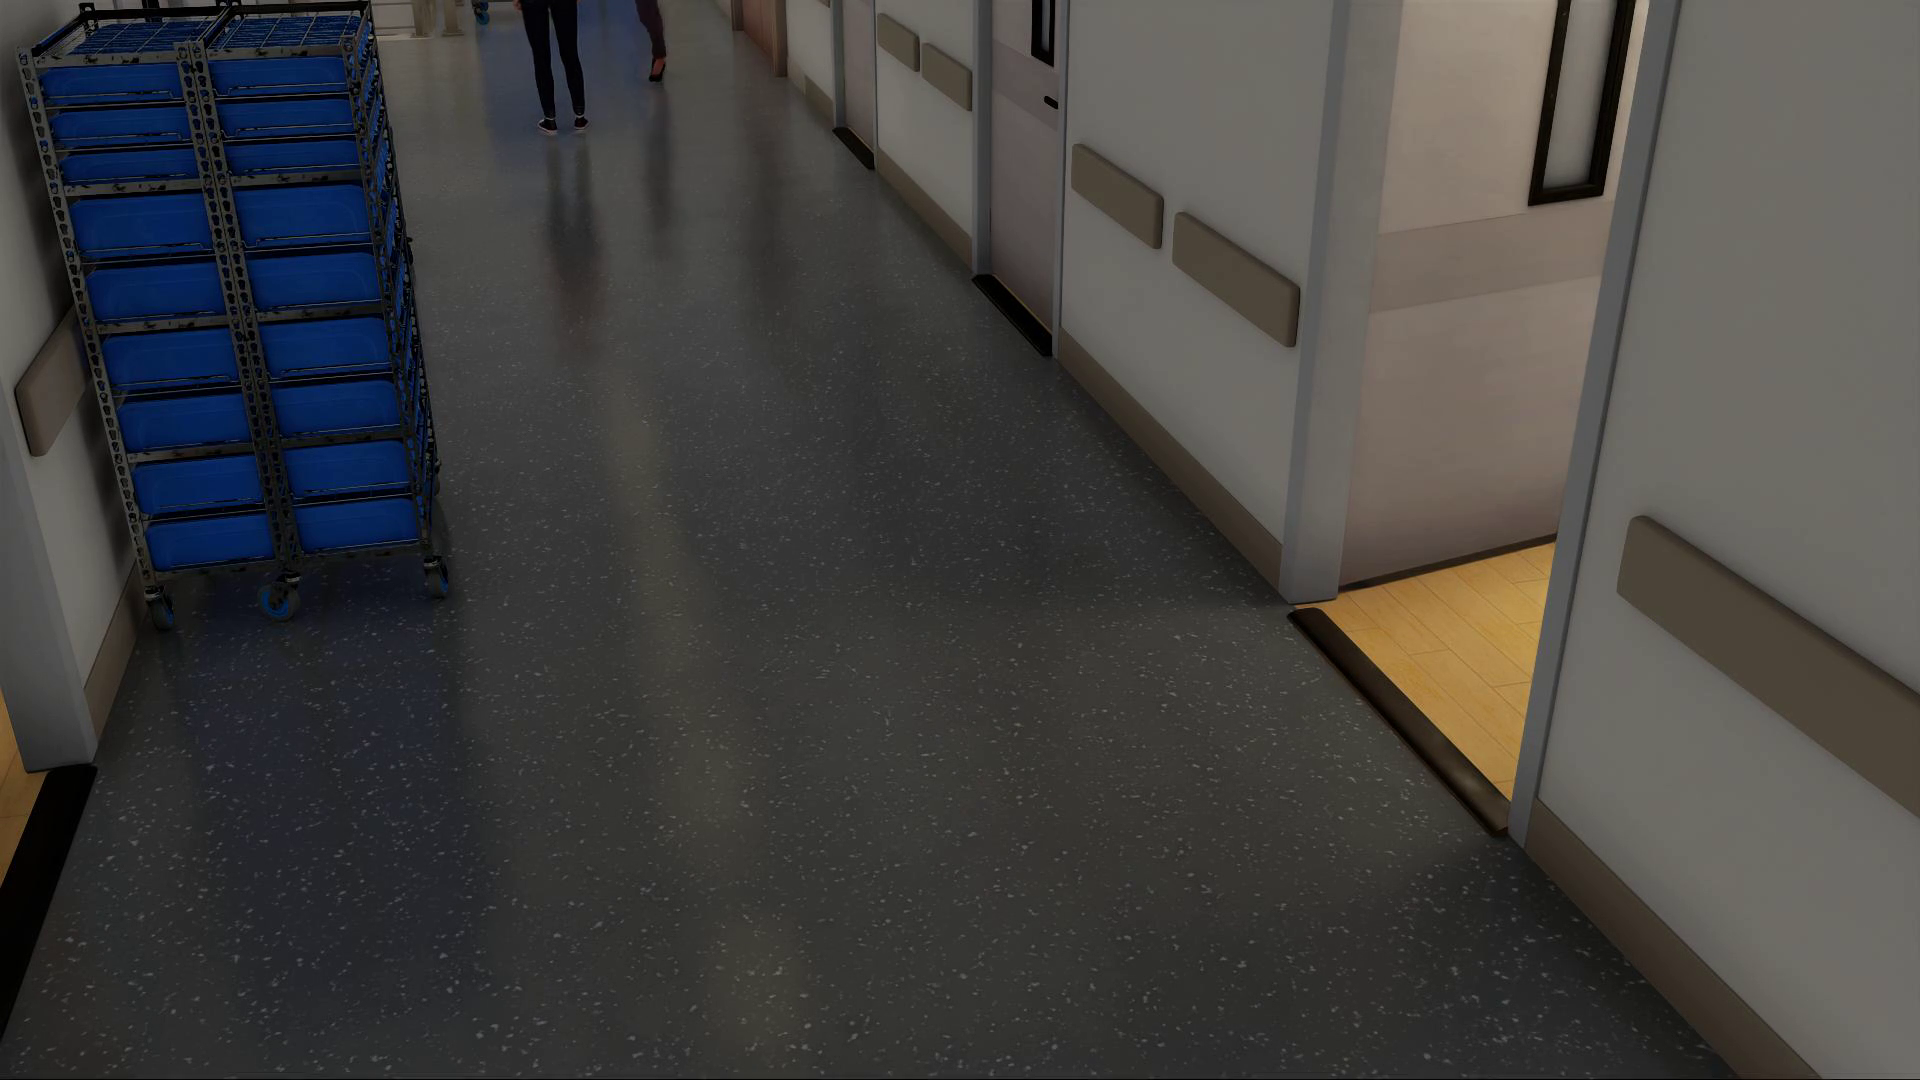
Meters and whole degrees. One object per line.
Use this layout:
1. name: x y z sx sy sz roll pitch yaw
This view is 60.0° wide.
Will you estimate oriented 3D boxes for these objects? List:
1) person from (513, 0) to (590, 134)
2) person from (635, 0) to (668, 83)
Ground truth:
1. person: -2.792 -3.677 11.260 0.612 1.768 0.549 -9 27 -17
2. person: -2.447 -4.451 13.017 0.764 1.637 0.465 -1 26 -2
